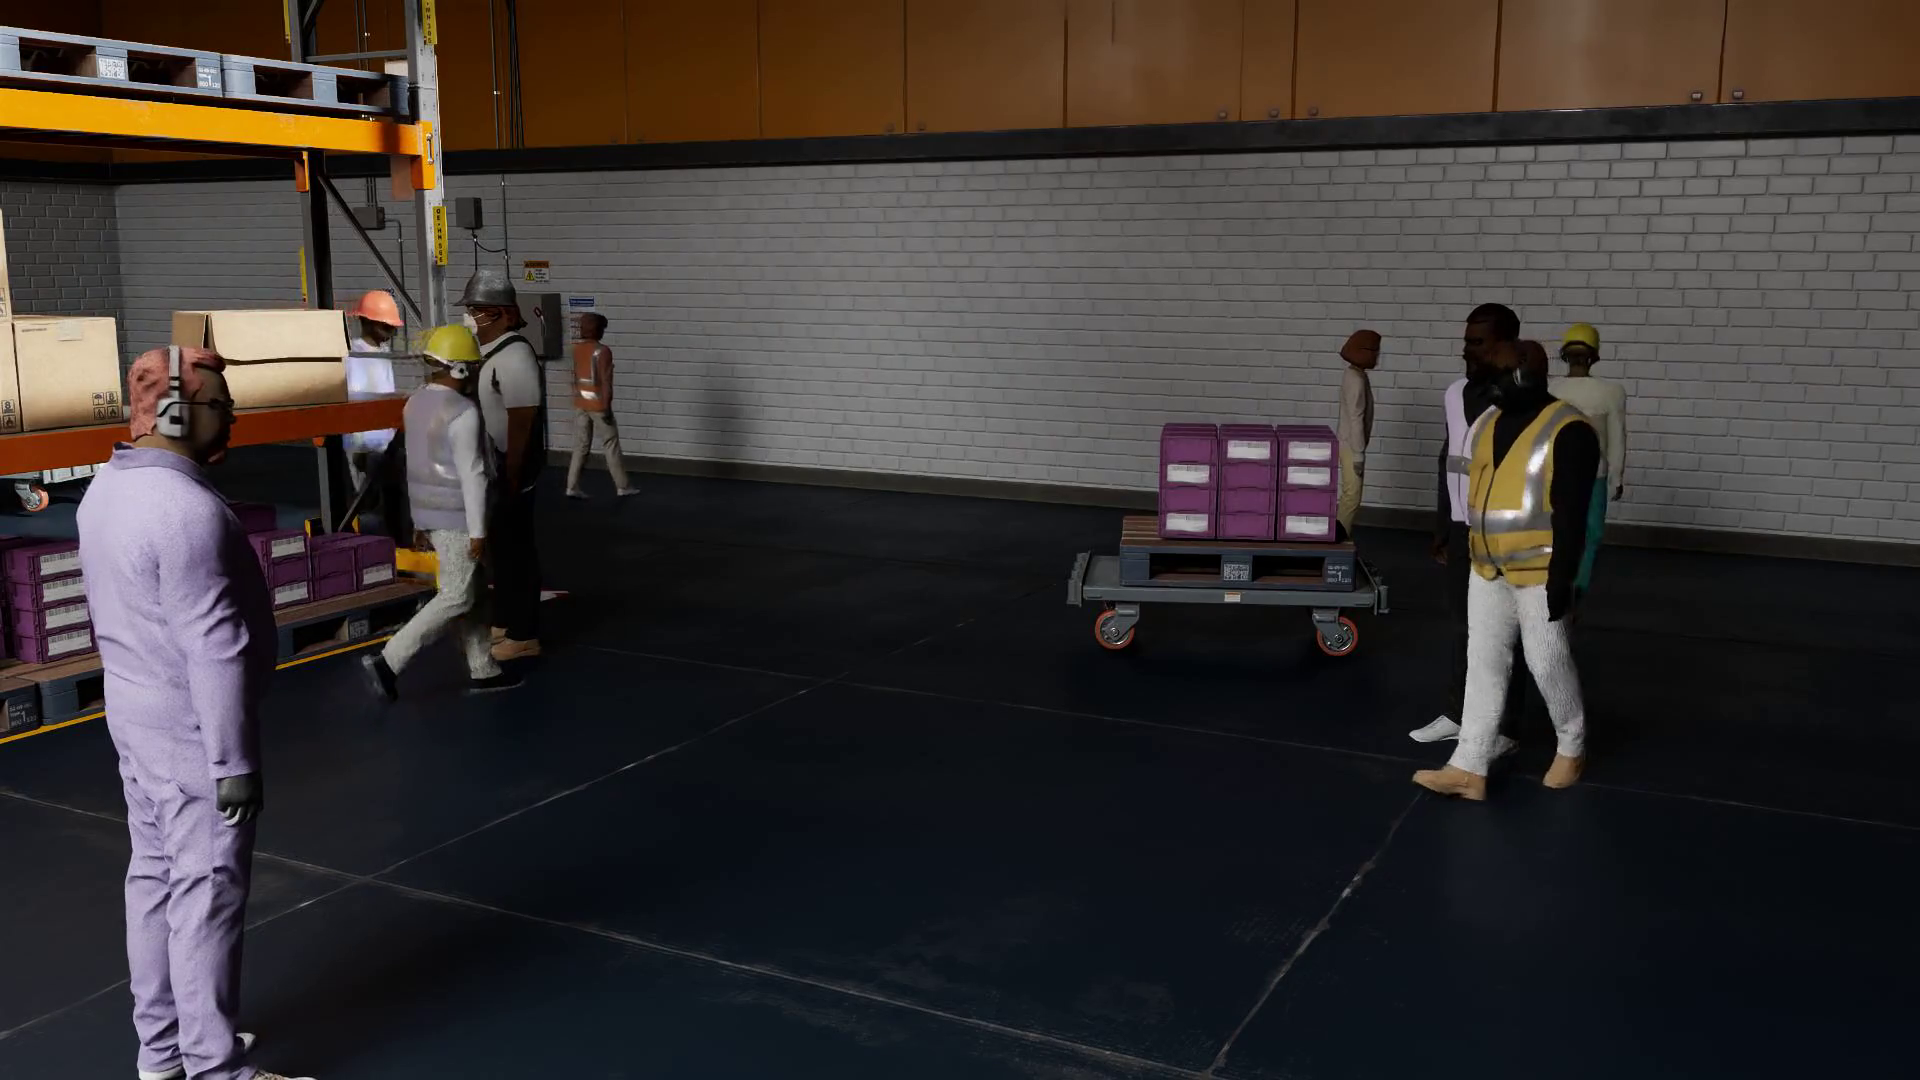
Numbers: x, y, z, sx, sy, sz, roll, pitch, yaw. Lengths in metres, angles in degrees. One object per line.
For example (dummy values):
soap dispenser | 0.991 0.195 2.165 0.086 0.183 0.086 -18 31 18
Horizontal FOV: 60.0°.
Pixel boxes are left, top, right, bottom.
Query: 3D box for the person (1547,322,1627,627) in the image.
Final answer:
person | 3.490 -0.362 9.466 0.524 1.744 0.731 6 11 30

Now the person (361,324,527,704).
person | -2.453 -0.106 7.803 0.778 1.804 0.589 -8 13 -39

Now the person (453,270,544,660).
person | -2.467 -0.394 8.758 0.535 2.000 0.674 -5 11 -27

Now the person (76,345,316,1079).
person | -1.885 0.475 4.123 0.401 1.904 0.650 -10 14 -44

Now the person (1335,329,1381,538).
person | 2.632 -0.588 11.086 0.281 1.624 0.510 2 10 11

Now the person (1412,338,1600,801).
person | 2.185 0.119 6.510 0.806 1.798 0.649 -5 11 -28

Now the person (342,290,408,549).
person | -3.890 -0.665 10.767 0.756 1.898 0.610 0 10 3

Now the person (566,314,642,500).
person | -3.137 -1.147 14.362 0.537 1.608 0.708 8 12 38

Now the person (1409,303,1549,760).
person | 2.236 -0.033 7.021 0.399 1.920 0.590 -4 11 -24
